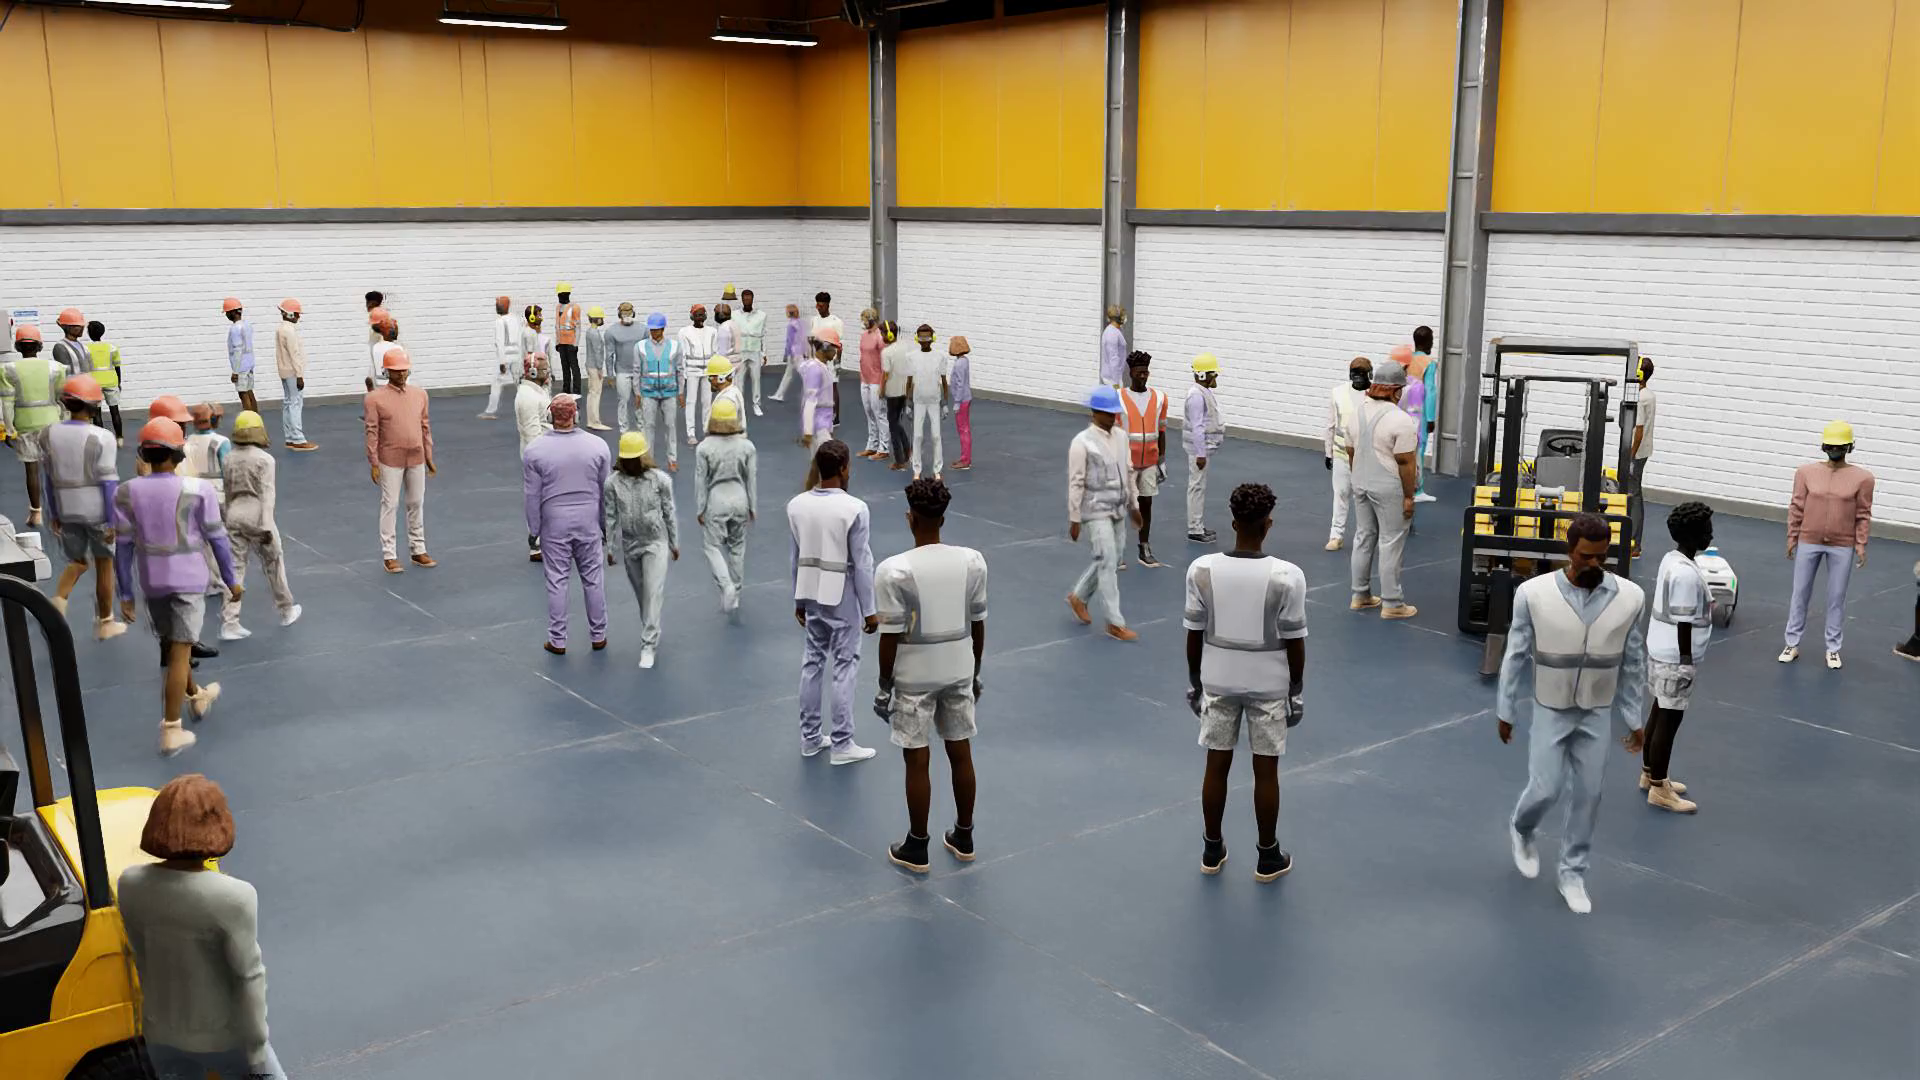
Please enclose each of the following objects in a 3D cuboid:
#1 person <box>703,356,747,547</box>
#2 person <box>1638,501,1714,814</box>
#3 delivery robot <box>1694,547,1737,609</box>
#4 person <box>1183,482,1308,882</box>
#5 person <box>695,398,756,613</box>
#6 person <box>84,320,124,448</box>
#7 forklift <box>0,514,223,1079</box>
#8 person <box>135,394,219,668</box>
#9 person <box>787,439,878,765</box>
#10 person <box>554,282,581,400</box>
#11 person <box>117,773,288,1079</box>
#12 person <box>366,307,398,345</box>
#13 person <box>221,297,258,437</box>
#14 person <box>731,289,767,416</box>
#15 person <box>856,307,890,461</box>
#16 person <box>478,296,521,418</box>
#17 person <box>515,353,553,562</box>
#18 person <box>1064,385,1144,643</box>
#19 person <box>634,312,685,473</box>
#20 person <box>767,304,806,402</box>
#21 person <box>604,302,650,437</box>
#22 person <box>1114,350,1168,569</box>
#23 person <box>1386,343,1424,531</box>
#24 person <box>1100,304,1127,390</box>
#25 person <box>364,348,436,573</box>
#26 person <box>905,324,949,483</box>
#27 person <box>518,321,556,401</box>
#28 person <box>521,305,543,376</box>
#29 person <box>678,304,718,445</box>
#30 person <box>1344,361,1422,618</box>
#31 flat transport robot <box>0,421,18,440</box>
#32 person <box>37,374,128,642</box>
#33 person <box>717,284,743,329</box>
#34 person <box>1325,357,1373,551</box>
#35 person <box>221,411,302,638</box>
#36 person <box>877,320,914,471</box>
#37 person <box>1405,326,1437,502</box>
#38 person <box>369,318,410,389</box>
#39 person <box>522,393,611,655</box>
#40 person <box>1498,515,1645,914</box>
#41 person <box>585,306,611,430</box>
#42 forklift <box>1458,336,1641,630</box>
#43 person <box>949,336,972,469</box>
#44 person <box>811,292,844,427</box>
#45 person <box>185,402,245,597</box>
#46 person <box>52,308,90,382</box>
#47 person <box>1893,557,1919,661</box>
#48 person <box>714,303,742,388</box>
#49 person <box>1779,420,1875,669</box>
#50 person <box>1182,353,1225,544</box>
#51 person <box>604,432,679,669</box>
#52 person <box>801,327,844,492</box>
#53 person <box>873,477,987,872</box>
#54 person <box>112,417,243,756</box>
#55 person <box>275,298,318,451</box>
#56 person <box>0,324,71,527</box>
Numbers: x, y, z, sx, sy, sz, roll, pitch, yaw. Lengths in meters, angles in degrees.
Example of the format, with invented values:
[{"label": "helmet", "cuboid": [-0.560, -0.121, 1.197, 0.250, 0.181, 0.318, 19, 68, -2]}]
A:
[{"label": "person", "cuboid": [-2.232, -0.845, 15.859, 0.403, 1.821, 0.600, -1, 12, -4]}, {"label": "person", "cuboid": [3.910, 0.624, 9.054, 0.315, 1.696, 0.541, 3, 12, 15]}, {"label": "delivery robot", "cuboid": [5.925, 0.299, 13.170, 0.477, 0.478, 0.707, 4, 12, 17]}, {"label": "person", "cuboid": [1.388, 0.690, 8.086, 0.603, 1.966, 0.368, 5, 13, 24]}, {"label": "person", "cuboid": [-1.856, -0.264, 13.275, 0.502, 1.729, 0.636, -5, 13, -21]}, {"label": "person", "cuboid": [-11.311, -2.038, 21.910, 0.541, 1.697, 0.316, -11, 16, -43]}, {"label": "forklift", "cuboid": [-3.687, 1.115, 5.480, 2.313, 2.155, 1.214, -9, 15, -36]}, {"label": "person", "cuboid": [-5.552, -0.067, 11.806, 0.373, 1.939, 0.545, 1, 12, 6]}, {"label": "person", "cuboid": [-0.770, 0.365, 9.798, 0.594, 1.913, 0.383, 9, 15, 37]}, {"label": "person", "cuboid": [-6.440, -3.260, 27.256, 0.587, 1.927, 0.369, 9, 15, 38]}, {"label": "person", "cuboid": [-2.283, 1.489, 5.061, 0.505, 1.620, 0.345, 3, 12, 12]}, {"label": "person", "cuboid": [-7.340, -2.024, 21.302, 0.420, 1.918, 0.578, -4, 12, -19]}, {"label": "person", "cuboid": [-9.978, -2.391, 23.045, 0.370, 1.932, 0.543, -1, 12, -4]}, {"label": "person", "cuboid": [-3.215, -2.841, 25.247, 0.593, 1.922, 0.391, -3, 12, -12]}, {"label": "person", "cuboid": [-1.080, -1.963, 20.976, 0.353, 1.933, 0.633, -7, 13, -29]}, {"label": "person", "cuboid": [-6.748, -2.718, 24.880, 0.956, 1.843, 0.581, 4, 12, 20]}, {"label": "person", "cuboid": [-3.835, -0.758, 15.223, 0.408, 1.906, 0.652, -3, 12, -12]}, {"label": "person", "cuboid": [1.079, -0.225, 12.608, 0.820, 1.922, 0.616, 11, 16, 43]}, {"label": "person", "cuboid": [-3.611, -1.768, 20.006, 0.606, 1.944, 0.403, -2, 12, -9]}, {"label": "person", "cuboid": [-2.671, -2.998, 26.802, 0.881, 1.583, 0.529, 1, 12, 6]}, {"label": "person", "cuboid": [-4.424, -2.221, 22.254, 0.630, 1.929, 0.392, -6, 13, -27]}, {"label": "person", "cuboid": [1.577, -0.718, 14.881, 0.604, 1.966, 0.367, -3, 12, -16]}, {"label": "person", "cuboid": [4.315, -0.978, 16.309, 0.519, 1.907, 0.620, -5, 13, -22]}, {"label": "person", "cuboid": [1.998, -2.070, 21.482, 0.368, 1.940, 0.633, 1, 12, 3]}, {"label": "person", "cuboid": [-4.959, -0.714, 14.793, 0.389, 1.992, 0.625, 11, 16, 42]}, {"label": "person", "cuboid": [-0.382, -1.580, 19.310, 0.505, 1.864, 0.331, 0, 12, 2]}, {"label": "person", "cuboid": [-5.924, -2.295, 23.321, 0.515, 1.629, 0.315, -5, 13, -24]}, {"label": "person", "cuboid": [-5.756, -2.234, 22.470, 0.326, 1.862, 0.510, -3, 12, -13]}, {"label": "person", "cuboid": [-3.503, -2.229, 22.388, 0.576, 1.882, 0.355, -8, 14, -33]}, {"label": "person", "cuboid": [3.402, -0.412, 13.223, 0.538, 2.000, 0.683, -7, 13, -29]}, {"label": "flat transport robot", "cuboid": [-13.628, -1.471, 22.638, 1.431, 0.197, 0.652, -5, 13, -23]}, {"label": "person", "cuboid": [-6.486, -0.199, 12.244, 0.629, 2.024, 0.648, 1, 12, 6]}, {"label": "person", "cuboid": [-4.139, -3.734, 29.992, 0.493, 1.743, 0.295, -1, 12, -3]}, {"label": "person", "cuboid": [3.715, -0.792, 15.546, 0.629, 1.842, 0.429, 5, 13, 24]}, {"label": "person", "cuboid": [-5.382, -0.126, 12.674, 0.508, 1.692, 0.883, 3, 12, 13]}, {"label": "person", "cuboid": [-0.795, -1.749, 20.168, 0.392, 1.838, 0.552, 10, 16, 41]}, {"label": "person", "cuboid": [4.976, -1.381, 18.203, 0.389, 1.918, 0.590, -5, 13, -23]}, {"label": "person", "cuboid": [-6.772, -1.710, 19.879, 0.576, 1.882, 0.355, 7, 14, 30]}, {"label": "person", "cuboid": [-2.848, -0.115, 12.119, 0.642, 1.908, 0.410, -5, 13, -23]}, {"label": "person", "cuboid": [2.855, 0.783, 7.812, 0.645, 1.896, 0.512, 0, 12, 1]}, {"label": "person", "cuboid": [-5.178, -2.451, 23.745, 0.330, 1.765, 0.533, -5, 13, -24]}, {"label": "forklift", "cuboid": [4.683, -0.471, 13.136, 1.214, 2.155, 2.313, 4, 12, 20]}, {"label": "person", "cuboid": [0.003, -1.679, 20.333, 0.280, 1.632, 0.501, 2, 12, 9]}, {"label": "person", "cuboid": [-1.940, -2.613, 24.066, 0.605, 1.958, 0.374, 10, 15, 40]}, {"label": "person", "cuboid": [-6.183, -0.335, 13.843, 0.547, 1.622, 0.394, 6, 13, 25]}, {"label": "person", "cuboid": [-10.182, -1.654, 19.217, 0.393, 2.041, 0.613, -2, 12, -8]}, {"label": "person", "cuboid": [7.034, -0.018, 11.594, 0.612, 1.937, 0.907, -2, 12, -10]}, {"label": "person", "cuboid": [-3.273, -2.389, 23.287, 0.429, 1.835, 0.629, 2, 12, 9]}, {"label": "person", "cuboid": [6.130, 0.028, 11.765, 0.523, 1.769, 0.314, 7, 13, 29]}, {"label": "person", "cuboid": [2.340, -0.887, 16.024, 0.404, 1.833, 0.590, 2, 12, 10]}, {"label": "person", "cuboid": [-2.288, 0.015, 12.037, 0.503, 1.683, 0.854, 1, 12, 5]}, {"label": "person", "cuboid": [-1.344, -1.134, 16.818, 0.666, 1.995, 0.690, 0, 12, 2]}, {"label": "person", "cuboid": [-0.148, 0.664, 8.208, 0.608, 1.966, 0.372, -6, 13, -27]}, {"label": "person", "cuboid": [-4.758, 0.238, 10.196, 0.618, 1.991, 1.031, 1, 12, 3]}, {"label": "person", "cuboid": [-8.749, -2.168, 21.837, 0.387, 1.988, 0.608, -9, 15, -37]}, {"label": "person", "cuboid": [-9.323, -1.154, 16.802, 0.615, 2.041, 0.385, -9, 15, -37]}]
